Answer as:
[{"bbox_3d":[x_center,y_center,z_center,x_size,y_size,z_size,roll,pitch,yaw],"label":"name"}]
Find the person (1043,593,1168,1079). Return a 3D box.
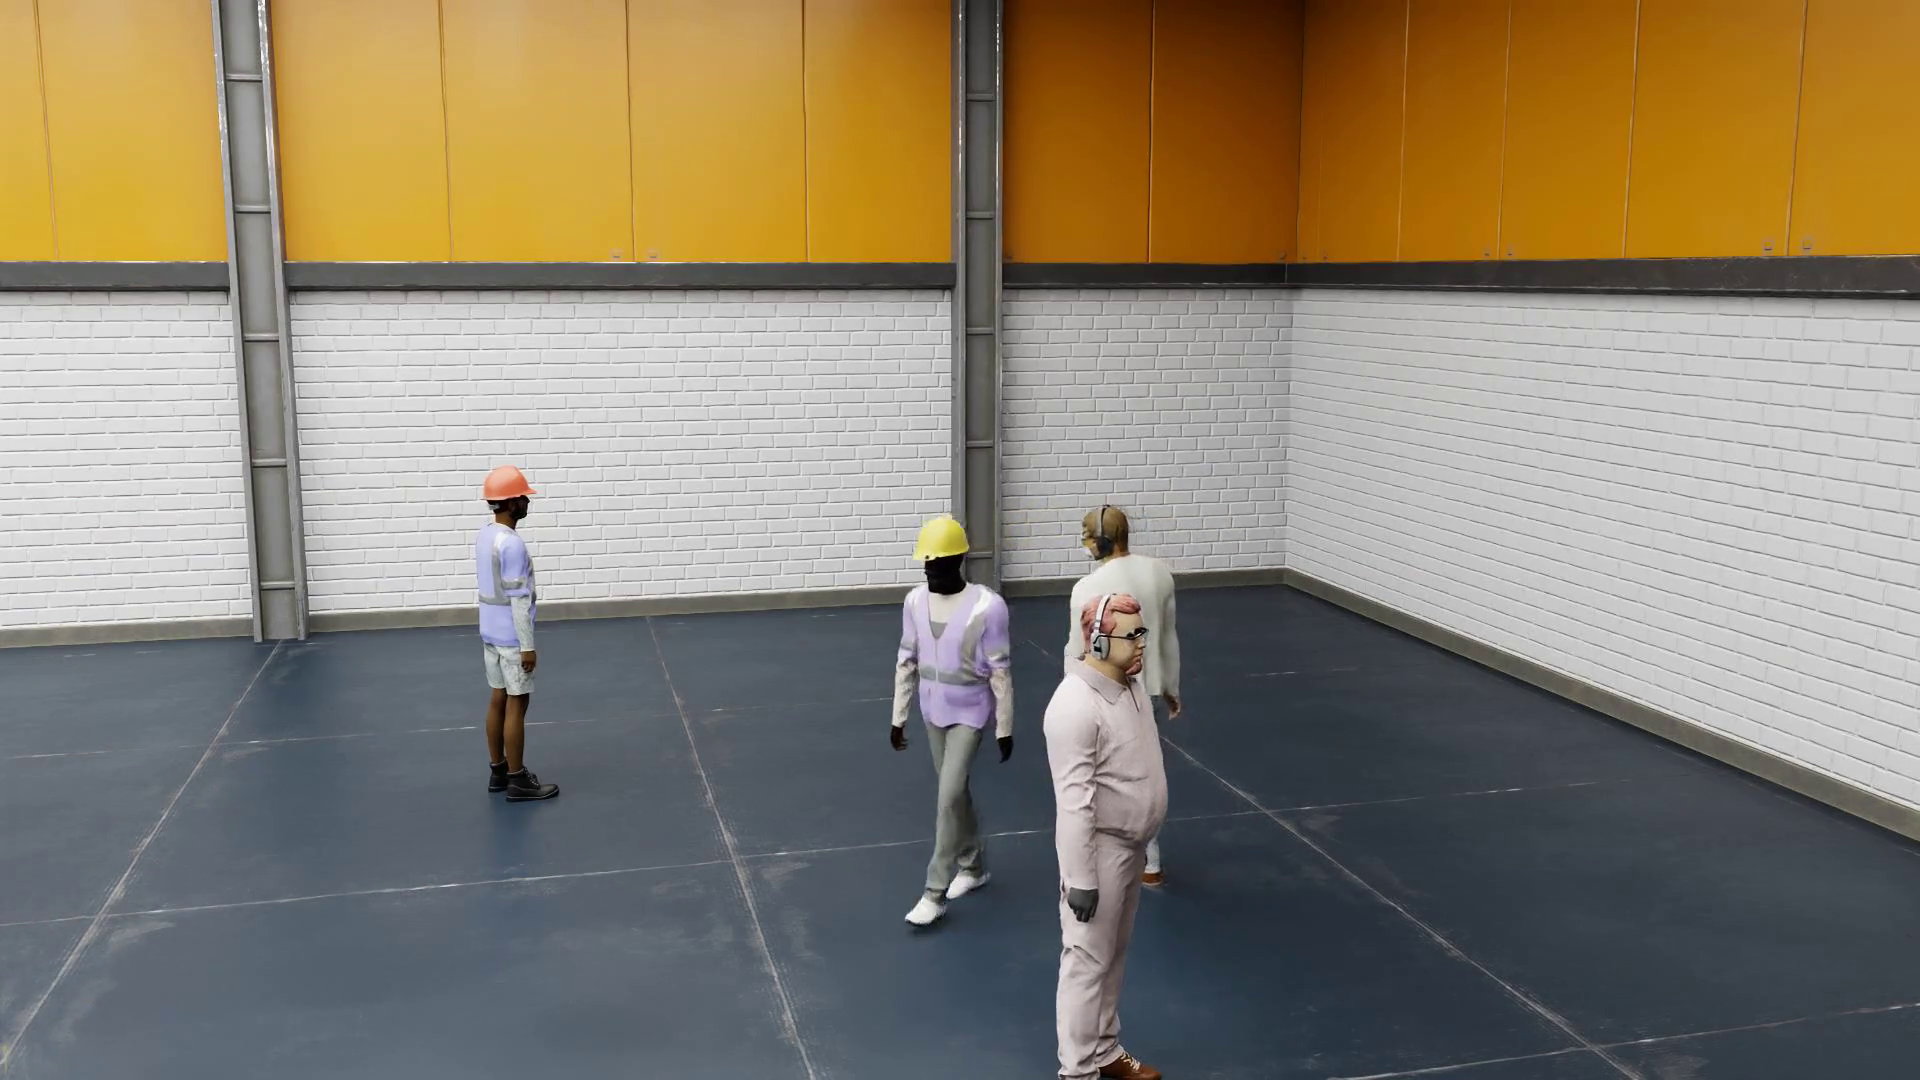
[{"bbox_3d":[0.544,1.129,6.012,0.409,1.908,0.647,4,10,22],"label":"person"}]

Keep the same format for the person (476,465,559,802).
[{"bbox_3d":[-2.580,0.537,9.597,0.353,1.942,0.546,-7,11,-36],"label":"person"}]

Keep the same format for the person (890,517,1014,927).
[{"bbox_3d":[-0.111,0.845,7.826,0.600,1.890,0.867,8,12,40],"label":"person"}]

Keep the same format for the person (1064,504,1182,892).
[{"bbox_3d":[0.744,0.767,8.259,0.654,1.908,0.752,-8,12,-40],"label":"person"}]
